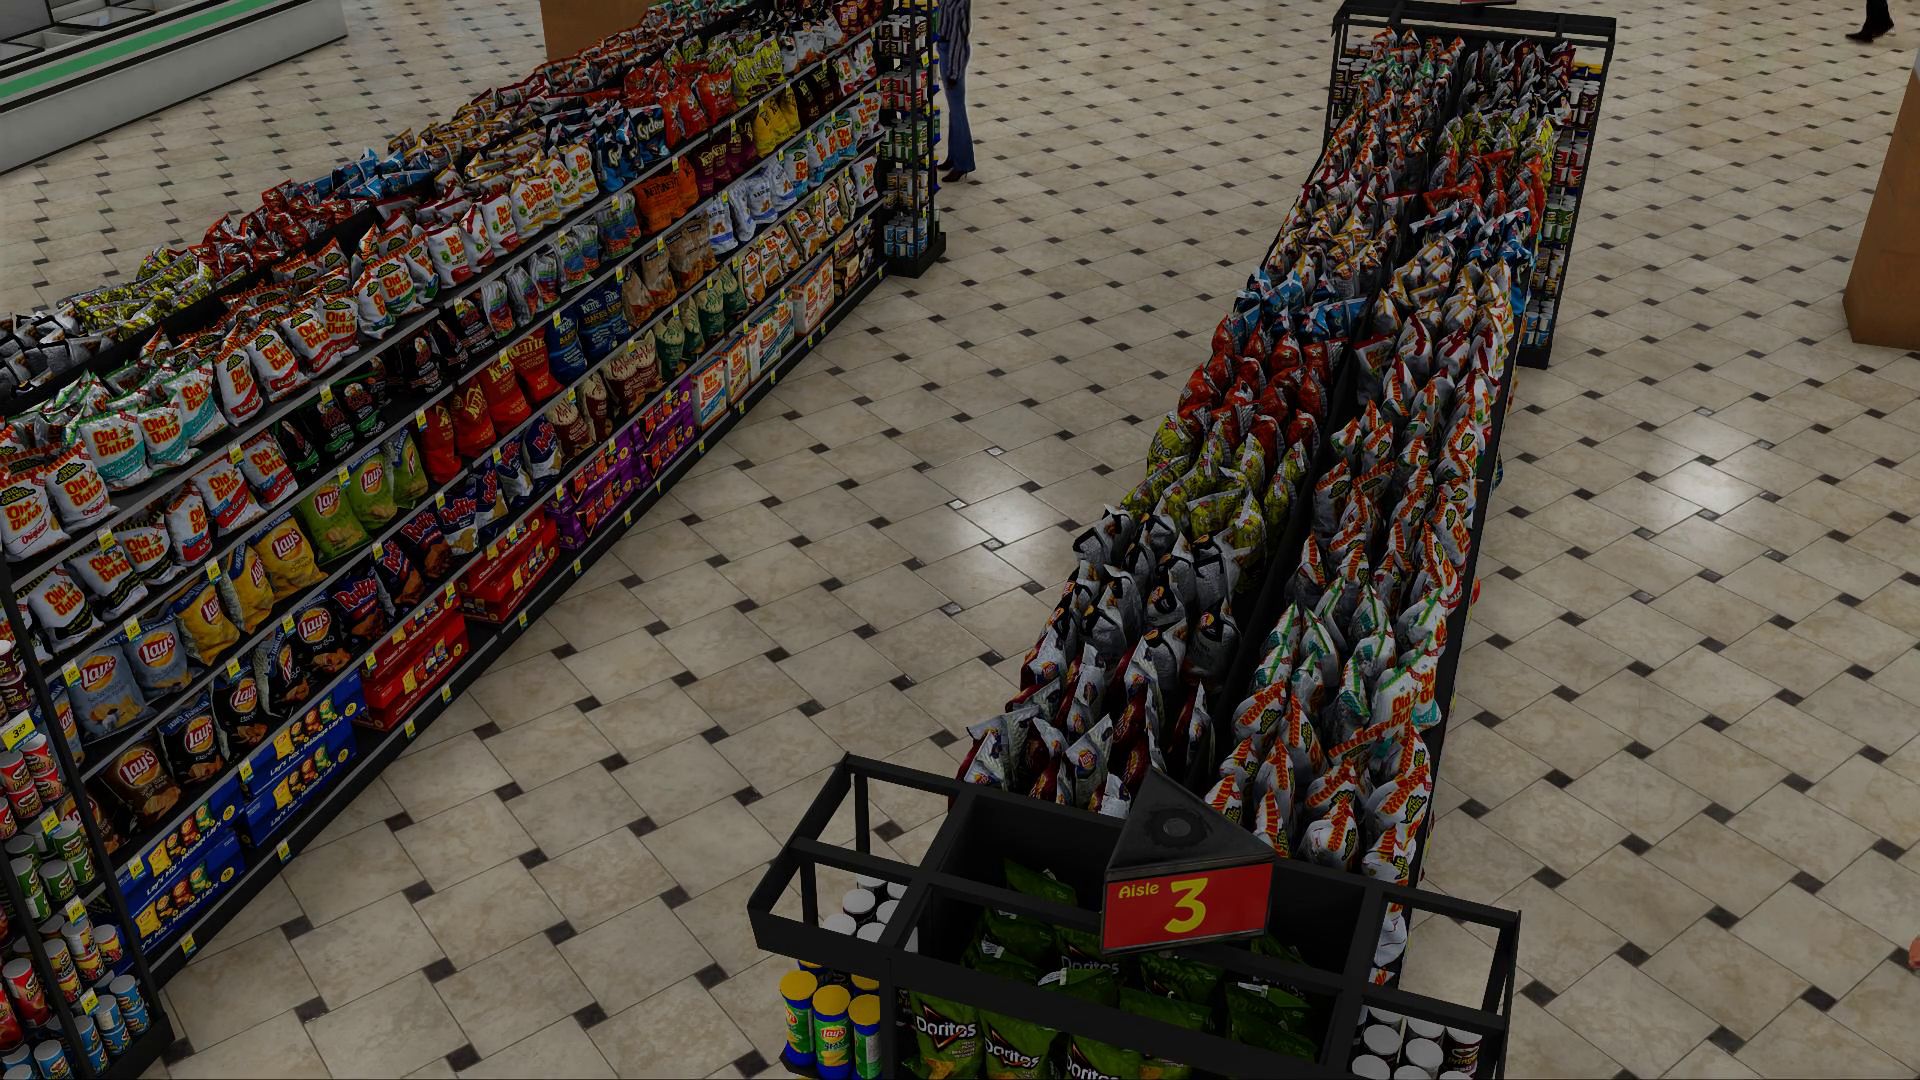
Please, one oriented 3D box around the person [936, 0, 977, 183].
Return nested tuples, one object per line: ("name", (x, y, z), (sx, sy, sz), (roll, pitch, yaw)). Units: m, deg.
("person", (-0.048, -3.643, 12.687), (0.772, 1.794, 0.642), (-4, 32, -6))
